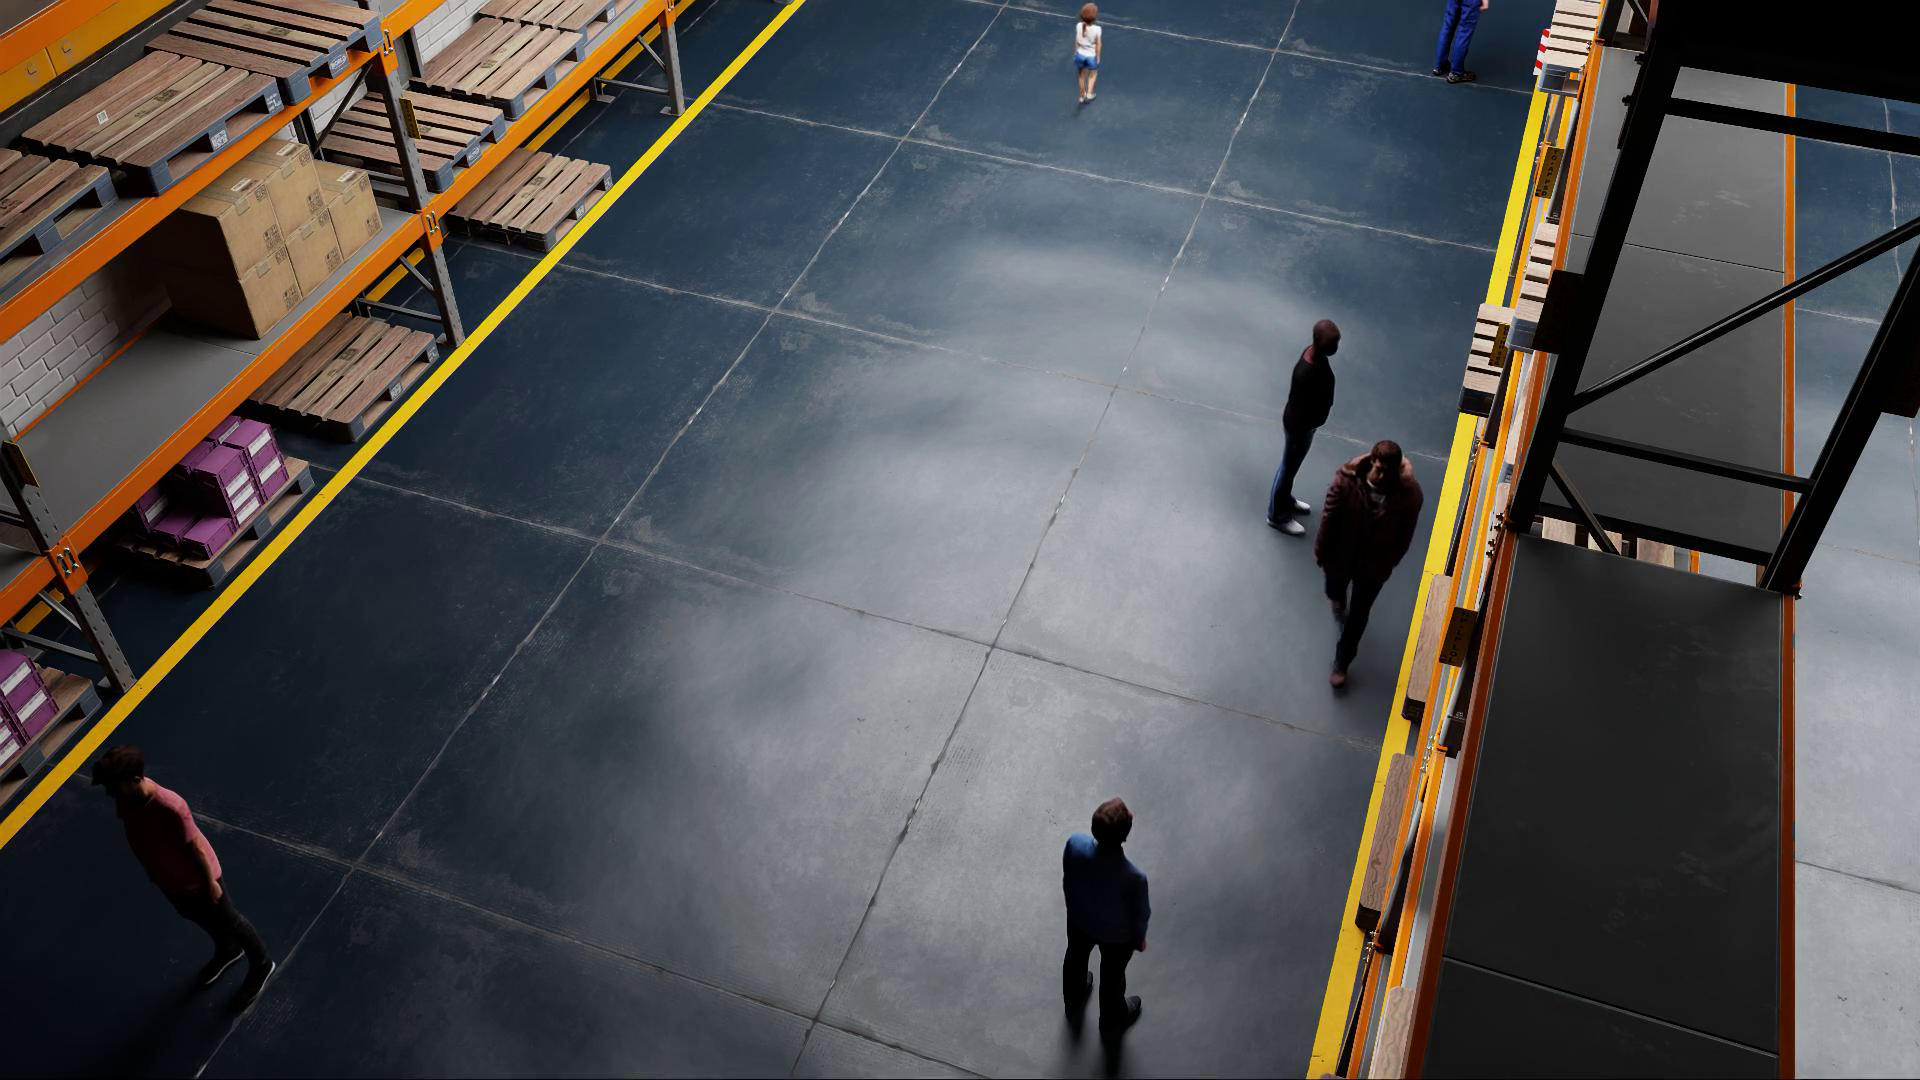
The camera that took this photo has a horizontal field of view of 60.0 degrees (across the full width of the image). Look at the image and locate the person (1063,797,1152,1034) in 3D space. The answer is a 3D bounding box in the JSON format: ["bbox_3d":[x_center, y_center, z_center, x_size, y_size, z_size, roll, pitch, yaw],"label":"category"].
[{"bbox_3d":[0.742,1.954,8.639,0.710,1.820,0.669,27,50,25],"label":"person"}]

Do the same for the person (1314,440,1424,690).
[{"bbox_3d":[2.559,0.032,10.656,0.778,1.821,1.125,11,45,11],"label":"person"}]

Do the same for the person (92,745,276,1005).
[{"bbox_3d":[-4.076,1.728,8.776,0.624,1.958,0.545,15,46,15],"label":"person"}]

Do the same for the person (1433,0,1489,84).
[{"bbox_3d":[4.995,-5.433,16.344,0.823,1.888,0.781,-23,48,-22],"label":"person"}]

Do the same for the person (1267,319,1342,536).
[{"bbox_3d":[2.379,-0.816,11.600,0.641,1.746,0.457,15,46,15],"label":"person"}]

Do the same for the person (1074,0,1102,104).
[{"bbox_3d":[1.223,-4.739,16.249,0.414,1.014,0.410,14,45,14],"label":"person"}]
